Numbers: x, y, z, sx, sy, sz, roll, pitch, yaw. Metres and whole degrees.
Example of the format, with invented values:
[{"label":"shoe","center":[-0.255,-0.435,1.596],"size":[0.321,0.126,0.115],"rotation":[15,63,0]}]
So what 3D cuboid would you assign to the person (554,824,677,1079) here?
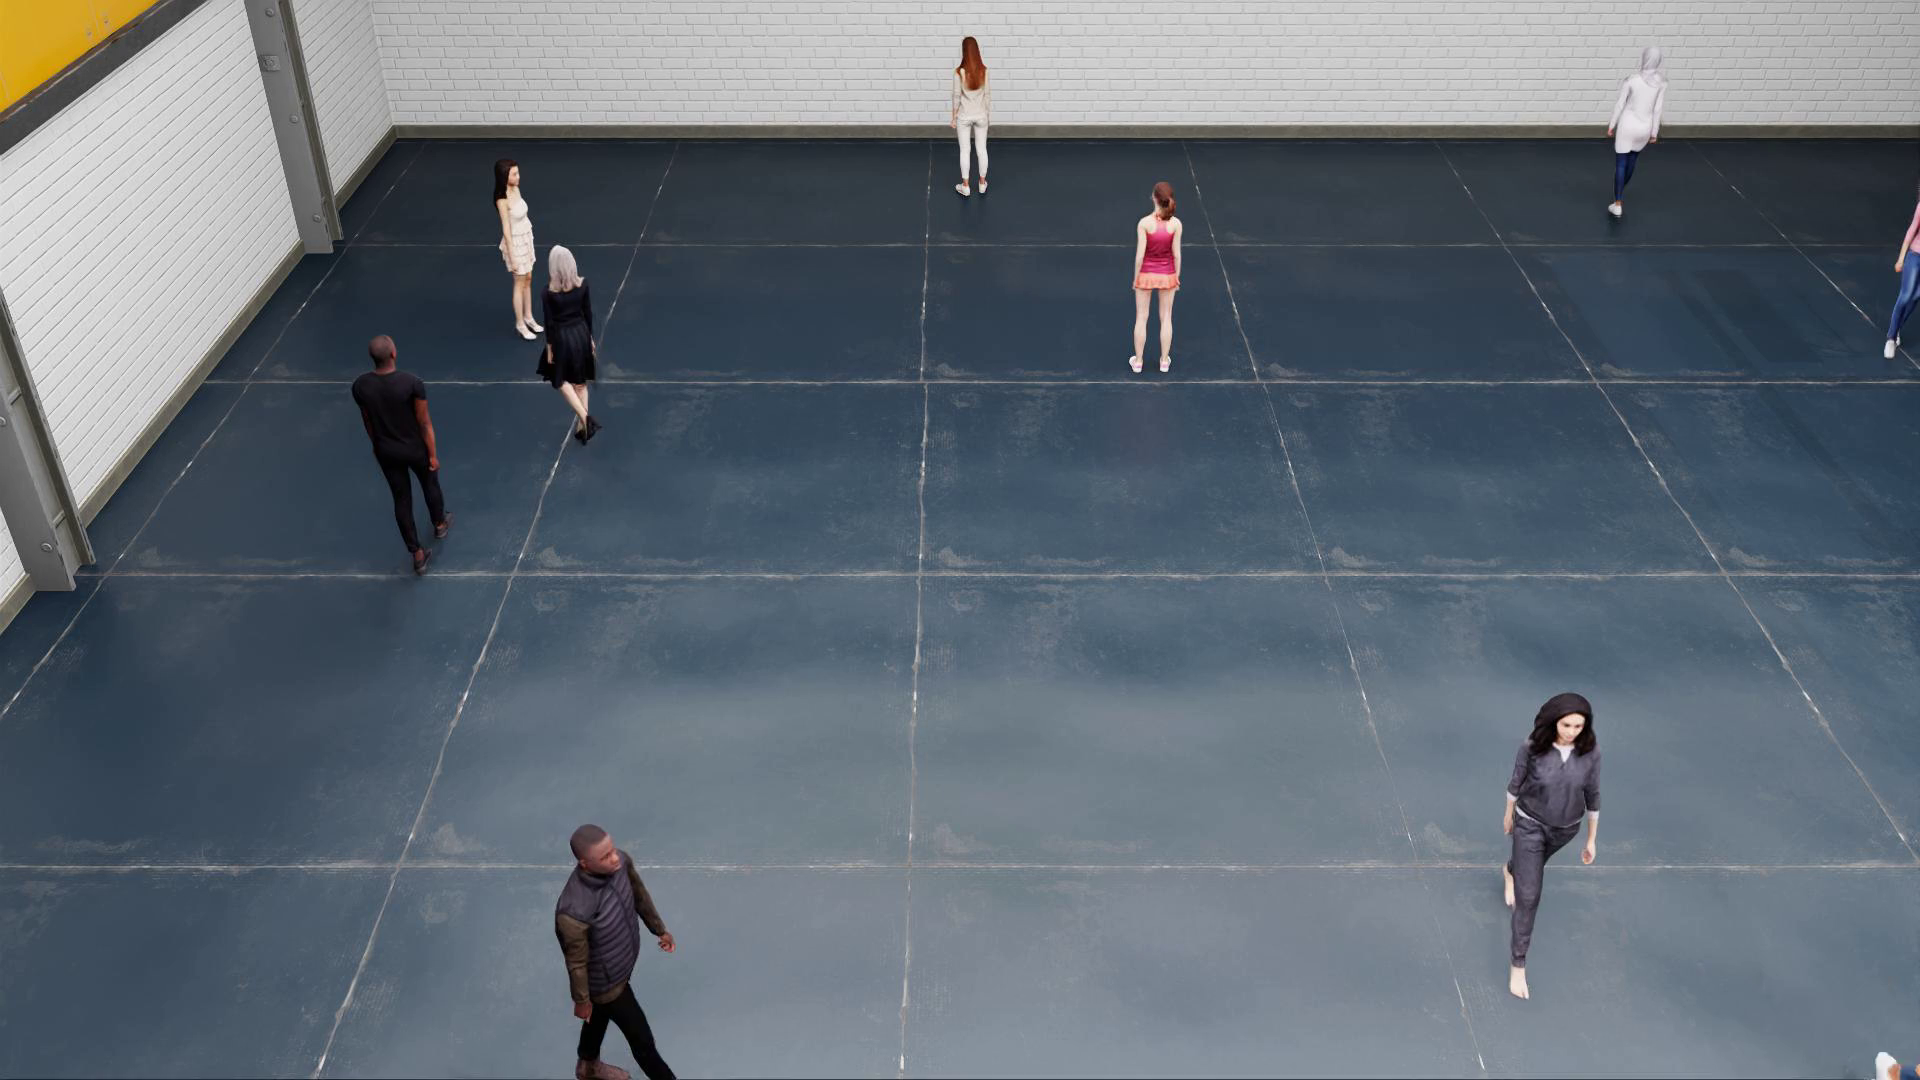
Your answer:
[{"label":"person","center":[-1.755,2.035,7.967],"size":[0.930,1.800,1.070],"rotation":[7,34,10]}]

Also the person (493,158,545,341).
[{"label":"person","center":[-4.017,-2.635,15.053],"size":[0.658,1.734,0.497],"rotation":[5,34,7]}]

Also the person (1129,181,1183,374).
[{"label":"person","center":[1.709,-2.297,14.525],"size":[0.551,1.757,0.534],"rotation":[0,34,0]}]

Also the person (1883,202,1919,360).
[{"label":"person","center":[8.649,-2.540,14.920],"size":[0.706,1.724,0.899],"rotation":[8,34,12]}]

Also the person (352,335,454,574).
[{"label":"person","center":[-4.004,-0.570,11.890],"size":[0.682,1.796,0.946],"rotation":[-1,34,-1]}]

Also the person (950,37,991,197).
[{"label":"person","center":[0.131,-4.576,17.999],"size":[0.646,1.706,0.627],"rotation":[-7,34,-11]}]

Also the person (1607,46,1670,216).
[{"label":"person","center":[7.090,-4.271,17.509],"size":[0.734,1.739,1.085],"rotation":[5,34,7]}]

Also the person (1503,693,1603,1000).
[{"label":"person","center":[3.116,1.470,8.898],"size":[0.648,1.712,1.170],"rotation":[2,34,4]}]

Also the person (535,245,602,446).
[{"label":"person","center":[-3.084,-1.506,13.352],"size":[0.852,1.737,0.919],"rotation":[-25,41,-33]}]
